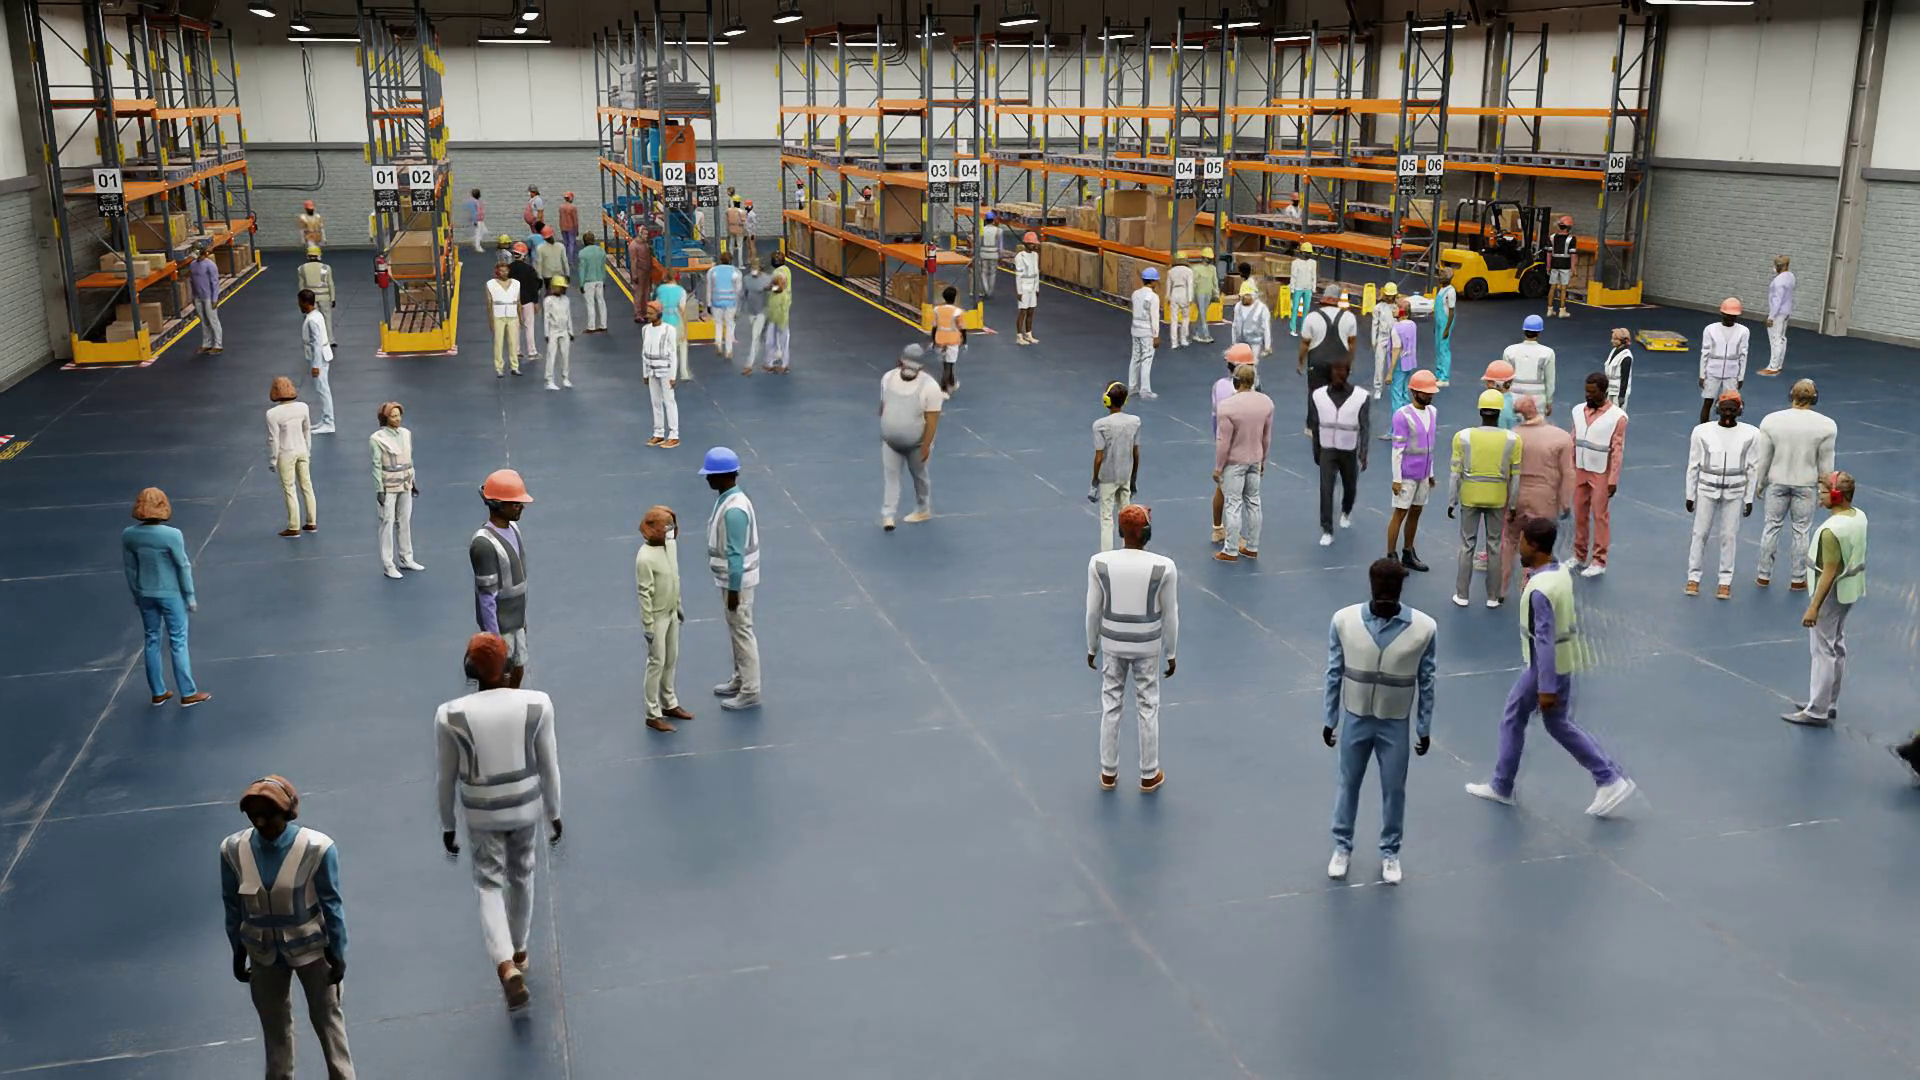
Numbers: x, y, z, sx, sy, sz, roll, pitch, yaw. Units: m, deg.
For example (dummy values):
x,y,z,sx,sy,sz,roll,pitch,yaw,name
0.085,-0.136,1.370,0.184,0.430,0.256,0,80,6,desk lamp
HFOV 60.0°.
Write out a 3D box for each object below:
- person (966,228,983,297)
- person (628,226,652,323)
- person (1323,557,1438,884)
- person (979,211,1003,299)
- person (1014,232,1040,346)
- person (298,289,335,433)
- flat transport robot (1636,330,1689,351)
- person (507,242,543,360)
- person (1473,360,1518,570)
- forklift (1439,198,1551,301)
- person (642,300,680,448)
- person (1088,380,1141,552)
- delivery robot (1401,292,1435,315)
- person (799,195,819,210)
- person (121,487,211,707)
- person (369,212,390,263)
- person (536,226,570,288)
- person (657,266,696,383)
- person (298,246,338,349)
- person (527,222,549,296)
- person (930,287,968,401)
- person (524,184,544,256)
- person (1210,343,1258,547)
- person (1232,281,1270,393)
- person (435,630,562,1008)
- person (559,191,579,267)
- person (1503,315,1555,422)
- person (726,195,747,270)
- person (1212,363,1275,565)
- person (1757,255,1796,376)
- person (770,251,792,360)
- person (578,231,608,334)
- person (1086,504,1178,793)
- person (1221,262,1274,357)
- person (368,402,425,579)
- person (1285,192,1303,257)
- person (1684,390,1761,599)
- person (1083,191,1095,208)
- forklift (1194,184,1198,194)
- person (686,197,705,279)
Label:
x,y,z,sx,sy,sz,roll,pitch,yaw,name
0.380,-6.288,37.365,0.517,1.639,0.313,8,17,29,person
-6.317,-5.282,33.099,0.400,1.898,0.650,5,16,19,person
2.368,1.004,9.419,0.603,1.910,0.390,4,15,16,person
0.642,-6.289,36.812,0.611,1.938,0.486,1,15,4,person
1.242,-4.528,29.991,0.410,2.035,0.616,12,19,38,person
-8.545,-2.381,22.135,0.396,1.917,0.590,-5,16,-19,person
12.575,-3.579,29.795,0.652,0.197,1.431,3,15,12,flat transport robot
-7.441,-4.058,28.293,0.622,1.993,0.384,4,16,16,person
5.047,-0.704,15.677,0.401,1.989,0.623,9,17,30,person
11.913,-6.508,37.130,2.313,2.155,1.214,-4,15,-15,forklift
-3.822,-2.115,21.216,0.581,1.878,0.348,10,18,34,person
1.413,-0.538,15.281,0.513,1.877,0.328,-8,17,-27,person
9.166,-4.739,33.436,0.707,0.478,0.477,1,15,5,delivery robot
-4.440,-9.473,48.974,0.624,1.841,0.430,-2,15,-8,person
-5.817,0.419,12.140,0.498,1.634,0.281,3,15,10,person
-15.133,-7.994,43.524,0.612,1.790,0.922,-5,16,-19,person
-8.076,-5.255,32.930,0.640,1.936,0.985,-11,19,-36,person
-4.474,-3.354,25.981,0.580,1.856,0.414,8,17,29,person
-11.390,-4.299,29.519,0.597,1.828,0.403,-2,15,-6,person
-9.485,-6.346,37.560,0.542,1.653,0.861,-3,15,-11,person
-0.117,-2.923,24.653,0.552,1.652,0.867,8,17,28,person
-11.910,-8.924,46.517,0.536,2.000,0.673,-8,17,-27,person
2.724,-0.918,16.395,0.390,2.039,0.620,-7,16,-23,person
4.304,-2.917,24.405,0.629,1.793,0.812,14,20,42,person
-2.249,1.361,8.177,0.587,1.859,0.818,-6,16,-23,person
-10.352,-8.249,44.111,0.631,1.981,0.434,9,17,31,person
6.551,-1.623,19.223,0.603,1.948,0.385,8,17,28,person
-5.798,-8.005,43.301,0.593,1.915,0.415,6,16,21,person
2.682,-0.729,15.875,0.631,1.940,0.372,-8,17,-29,person
13.115,-3.595,26.673,0.372,1.934,0.627,13,20,41,person
-3.087,-3.992,28.344,0.429,1.844,0.627,2,15,6,person
-6.941,-4.857,31.433,0.363,1.932,0.630,12,19,37,person
1.096,0.695,10.621,0.583,1.881,0.337,4,15,13,person
5.020,-3.966,28.641,0.891,1.634,0.584,1,15,5,person
-5.258,-0.475,15.490,0.310,1.642,0.514,6,16,23,person
8.933,-8.360,44.628,0.550,1.921,0.622,-7,16,-24,person
6.755,-0.405,14.787,0.568,1.878,0.351,6,16,20,person
3.694,-9.288,48.462,0.517,1.738,0.716,-5,16,-19,person
7.392,-11.333,53.972,1.873,2.768,1.129,-4,15,-15,forklift
-6.602,-7.469,41.128,0.612,1.997,0.375,-6,16,-22,person
